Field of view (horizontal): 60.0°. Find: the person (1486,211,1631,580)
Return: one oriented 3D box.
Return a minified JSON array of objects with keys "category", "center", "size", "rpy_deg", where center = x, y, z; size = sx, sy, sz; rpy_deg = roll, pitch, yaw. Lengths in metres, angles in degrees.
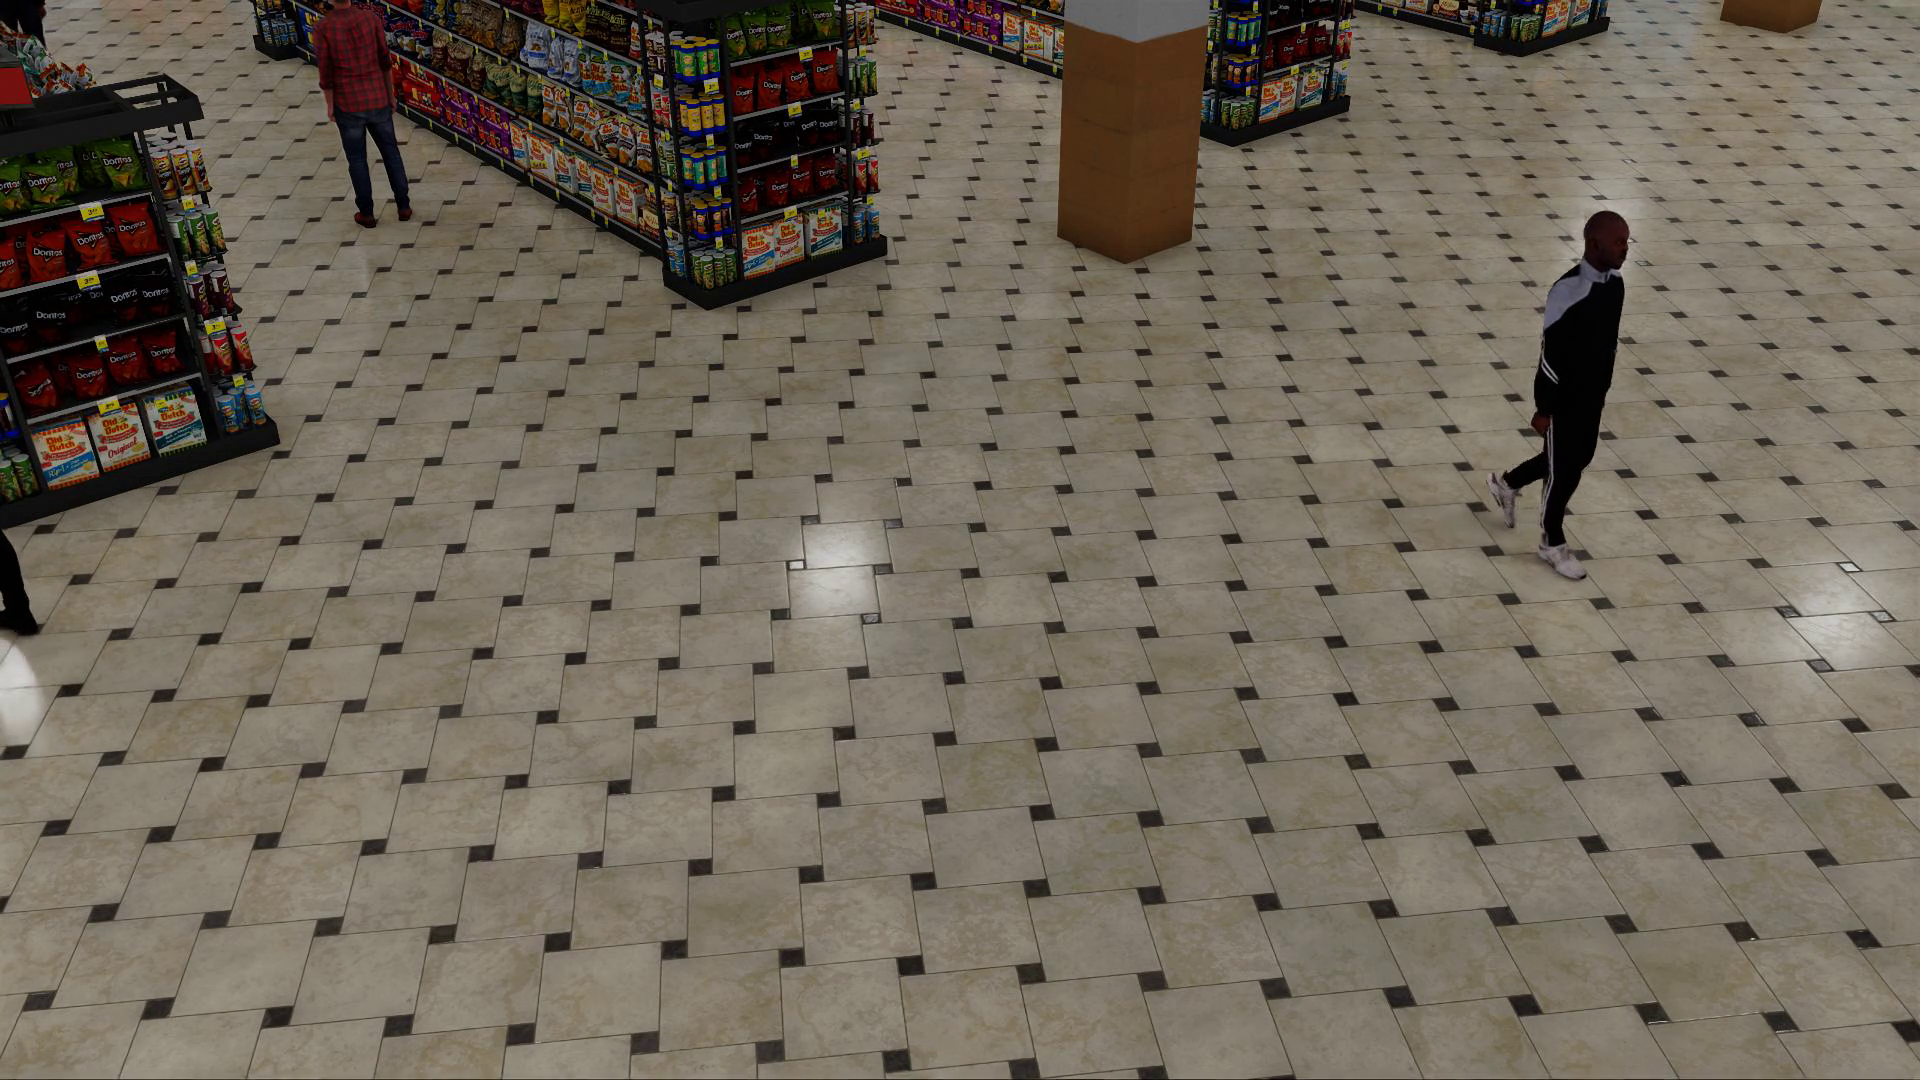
[{"category":"person","center":[2.928,-0.761,8.126],"size":[0.714,1.813,0.967],"rpy_deg":[-21,38,-30]}]

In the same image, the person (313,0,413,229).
[{"category":"person","center":[-4.319,-3.180,11.996],"size":[0.710,1.831,0.590],"rpy_deg":[-18,36,-27]}]
